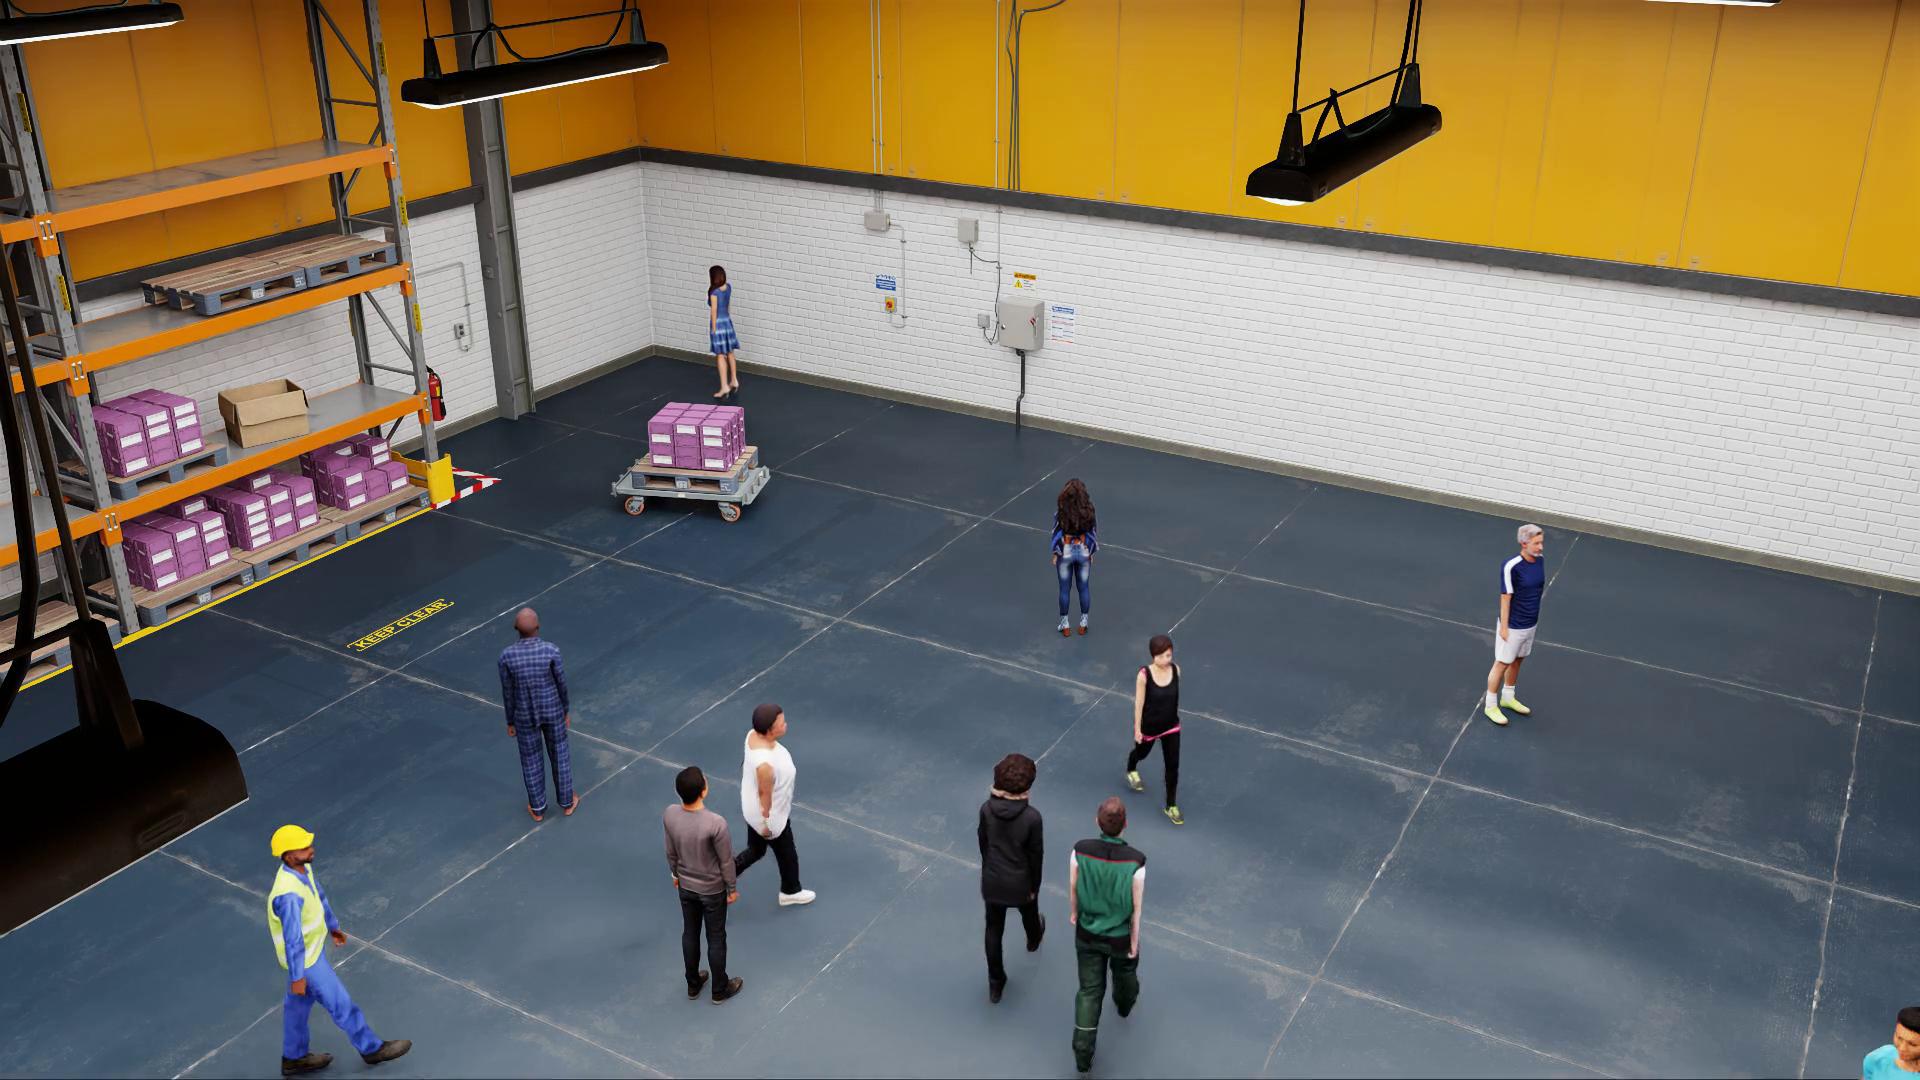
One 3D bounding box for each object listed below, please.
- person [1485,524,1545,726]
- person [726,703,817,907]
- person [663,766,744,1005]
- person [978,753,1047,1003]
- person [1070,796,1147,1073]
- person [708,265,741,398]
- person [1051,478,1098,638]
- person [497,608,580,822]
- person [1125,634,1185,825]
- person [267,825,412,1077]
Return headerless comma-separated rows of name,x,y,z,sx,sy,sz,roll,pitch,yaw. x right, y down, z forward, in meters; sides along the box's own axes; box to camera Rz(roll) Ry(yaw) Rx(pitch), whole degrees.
person,4.852,0.696,14.479,0.638,1.839,0.773,-16,29,-33
person,-1.426,1.922,11.889,1.071,1.668,1.005,-7,25,-15
person,-1.714,2.271,10.965,0.671,1.769,0.578,10,25,21
person,0.303,2.273,10.990,0.805,1.743,1.104,6,24,13
person,0.885,2.494,10.418,0.804,1.797,1.193,8,25,17
person,-3.247,-2.848,22.633,0.764,1.802,0.558,9,25,20
person,1.092,0.157,15.992,0.692,1.615,0.722,-2,24,-4
person,-3.288,1.355,12.997,0.759,1.818,0.822,-6,24,-14
person,1.529,1.424,13.214,1.014,1.519,1.031,-9,25,-19
person,-4.125,2.563,10.269,1.151,1.791,1.073,-7,25,-16
